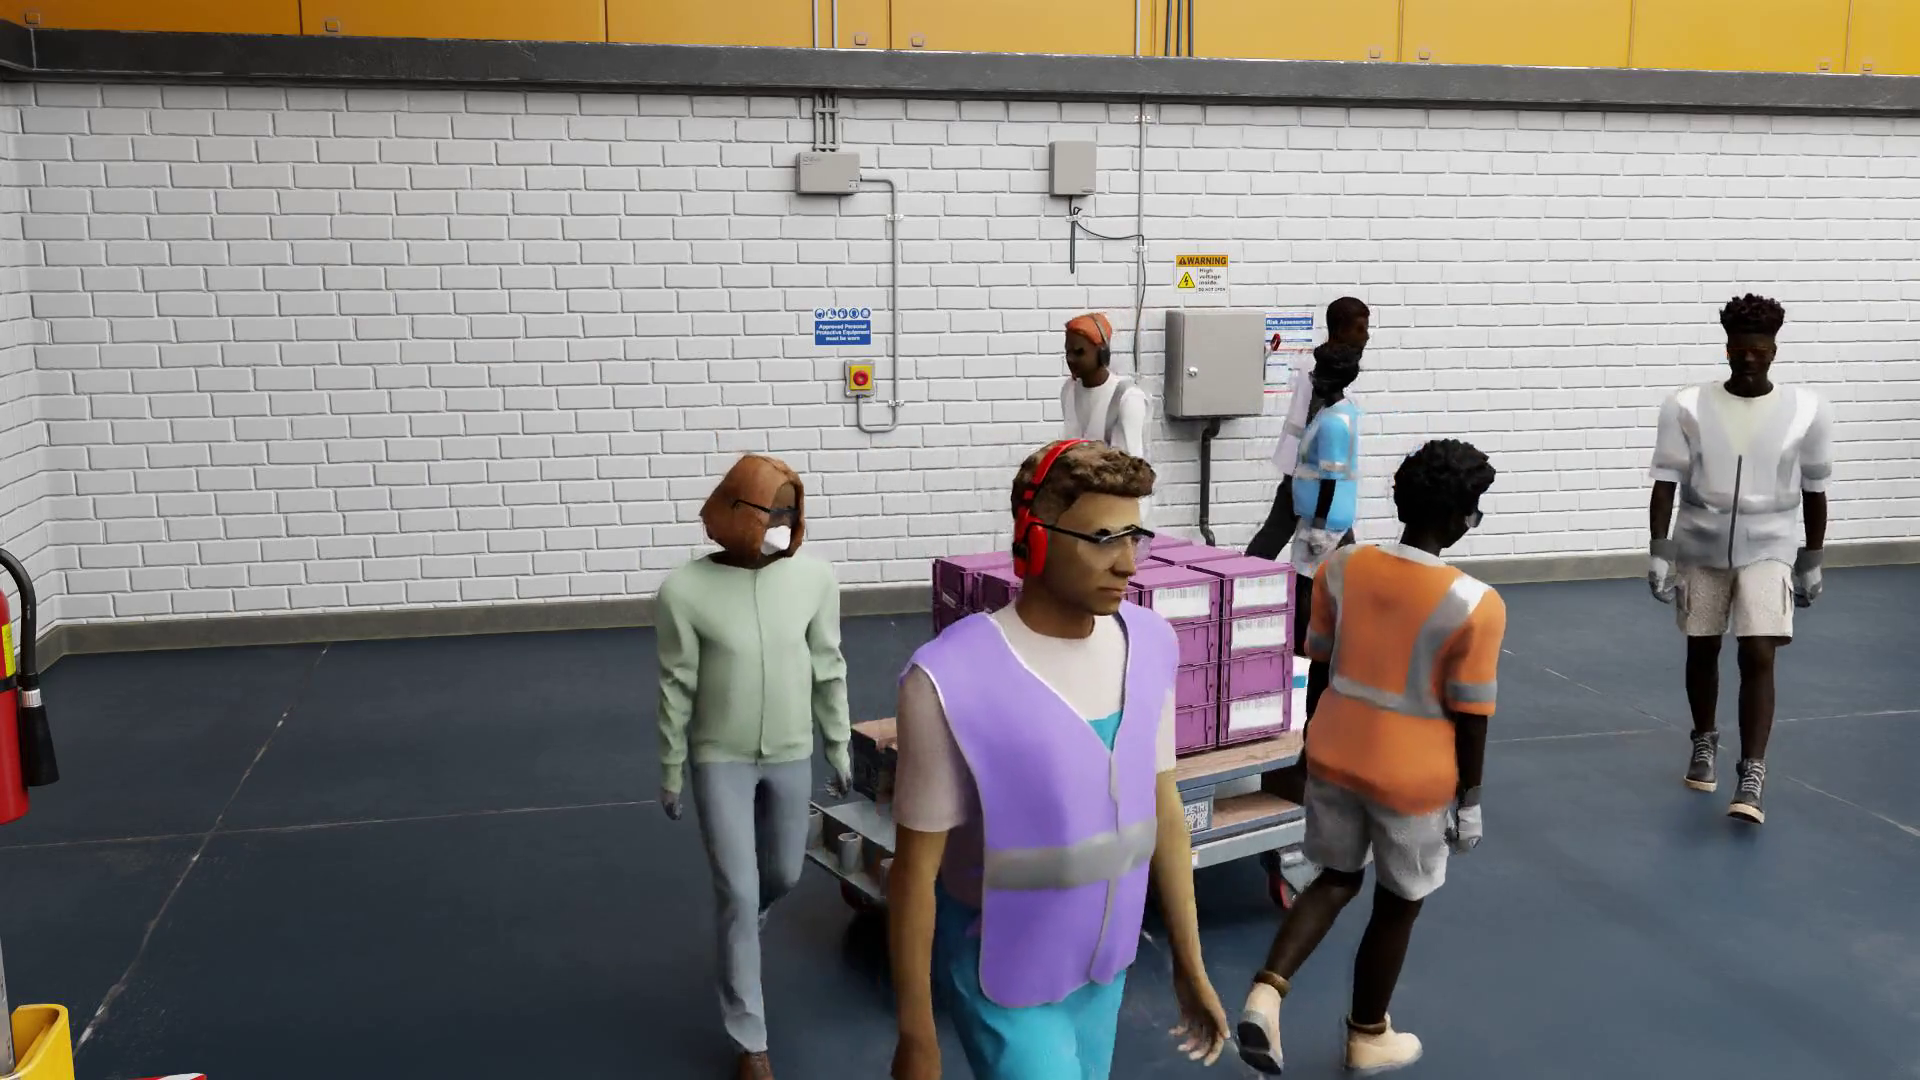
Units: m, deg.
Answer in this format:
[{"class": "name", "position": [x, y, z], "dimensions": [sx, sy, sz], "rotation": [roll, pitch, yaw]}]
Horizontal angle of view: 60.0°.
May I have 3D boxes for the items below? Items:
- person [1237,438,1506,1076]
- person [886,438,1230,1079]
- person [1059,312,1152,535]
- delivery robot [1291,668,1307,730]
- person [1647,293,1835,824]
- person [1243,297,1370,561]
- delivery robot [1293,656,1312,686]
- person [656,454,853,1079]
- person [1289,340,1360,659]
[{"class": "person", "position": [0.990, 0.584, 4.044], "dimensions": [0.565, 1.670, 0.560], "rotation": [-8, 13, -38]}, {"class": "person", "position": [0.191, 0.746, 2.700], "dimensions": [0.594, 1.823, 0.558], "rotation": [9, 14, 42]}, {"class": "person", "position": [0.673, -0.115, 7.618], "dimensions": [1.116, 1.779, 0.566], "rotation": [-9, 14, -41]}, {"class": "delivery robot", "position": [1.220, 0.715, 6.126], "dimensions": [0.707, 0.478, 0.477], "rotation": [-5, 11, -26]}, {"class": "person", "position": [2.845, 0.070, 6.132], "dimensions": [0.611, 1.924, 0.950], "rotation": [6, 12, 28]}, {"class": "person", "position": [1.854, -0.345, 8.719], "dimensions": [1.045, 1.844, 0.670], "rotation": [0, 10, 2]}, {"class": "delivery robot", "position": [1.238, 0.618, 6.664], "dimensions": [0.707, 0.478, 0.477], "rotation": [0, 10, 1]}, {"class": "person", "position": [-0.557, 0.556, 4.370], "dimensions": [0.511, 1.604, 0.730], "rotation": [-5, 11, -26]}, {"class": "person", "position": [1.736, -0.117, 7.890], "dimensions": [0.560, 1.669, 0.554], "rotation": [3, 11, 16]}]
